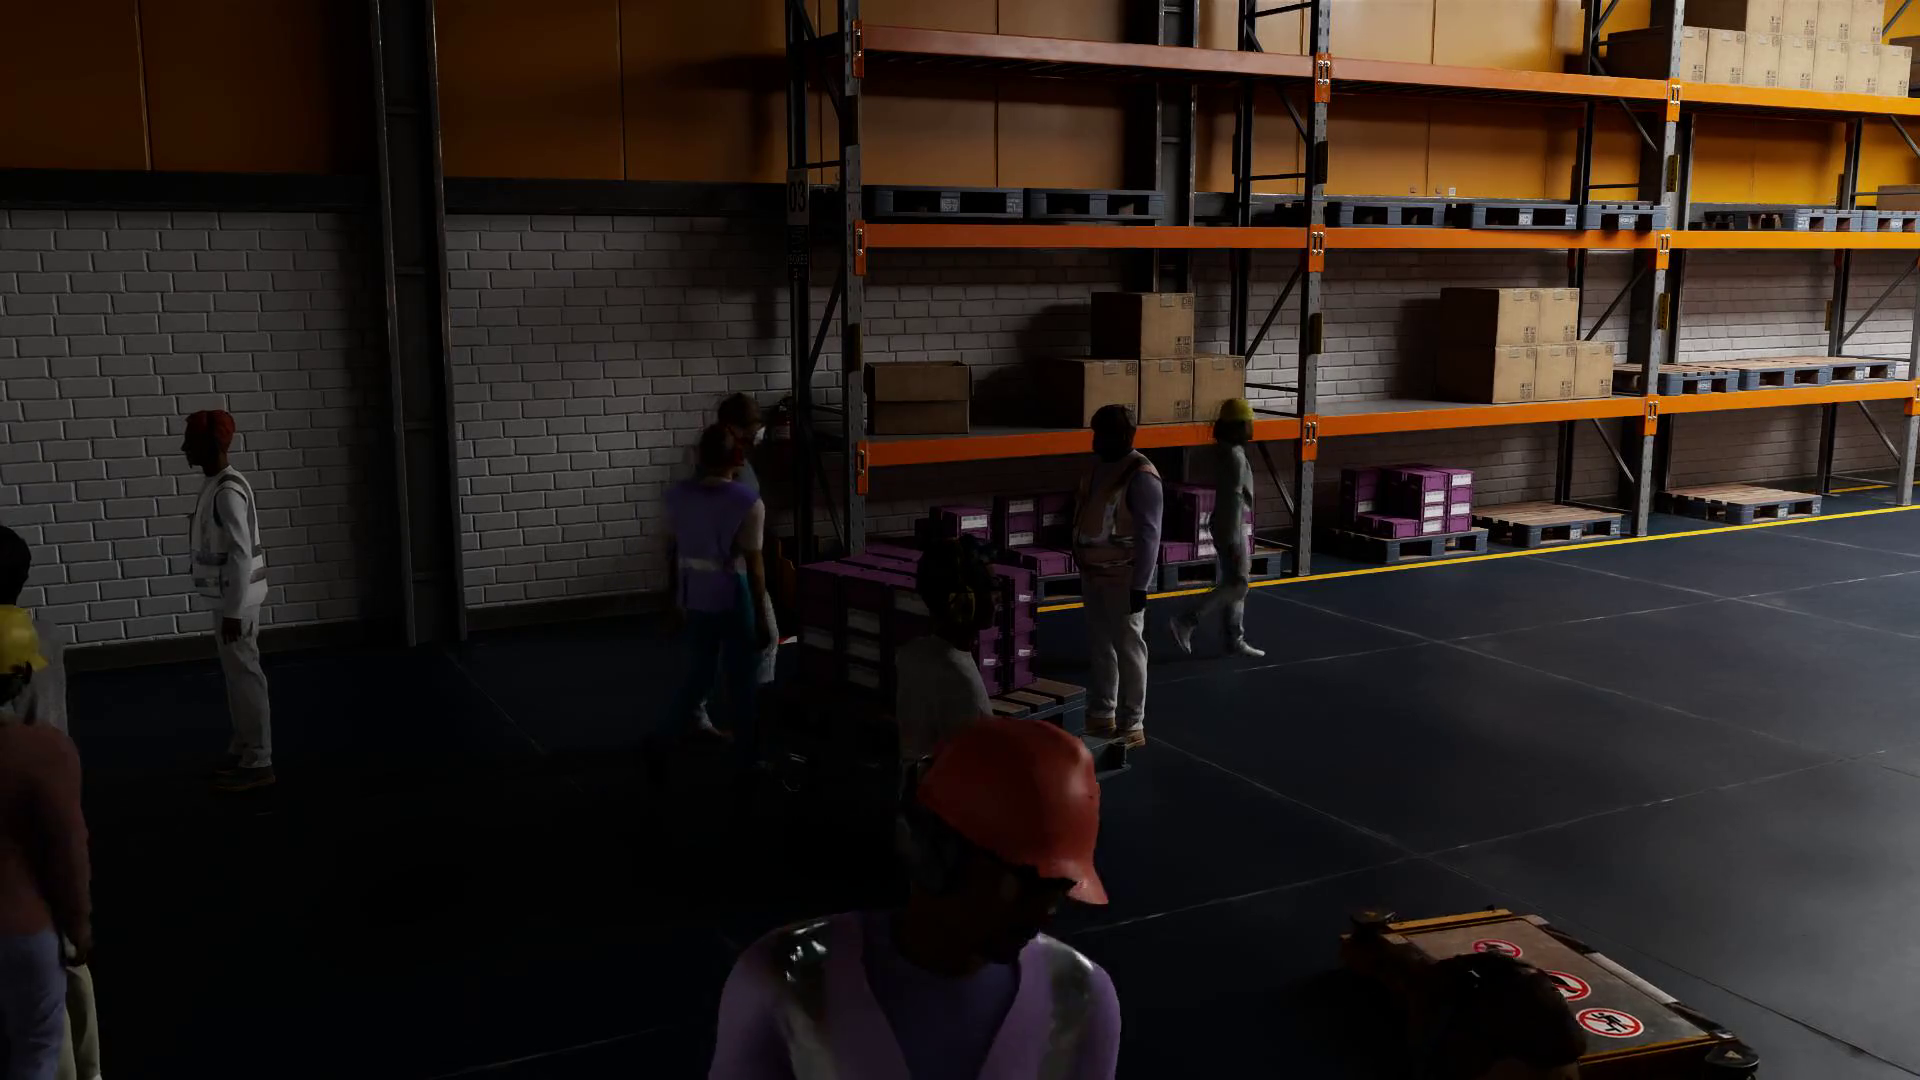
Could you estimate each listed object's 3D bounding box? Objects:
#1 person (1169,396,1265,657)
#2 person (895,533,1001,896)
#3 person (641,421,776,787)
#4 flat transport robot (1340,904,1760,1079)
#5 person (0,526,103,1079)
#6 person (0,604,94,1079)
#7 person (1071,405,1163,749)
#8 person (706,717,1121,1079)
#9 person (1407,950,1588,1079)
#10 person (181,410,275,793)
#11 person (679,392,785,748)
[{"bbox_3d":[1.680,-0.064,10.722,0.594,1.726,0.489,-1,10,-6],"label":"person"},{"bbox_3d":[-0.015,0.907,4.711,0.329,1.874,0.518,-4,11,-21],"label":"person"},{"bbox_3d":[-1.211,0.338,8.126,0.581,1.824,0.720,6,12,32],"label":"person"},{"bbox_3d":[1.931,1.553,5.595,0.652,0.197,1.431,-3,10,-17],"label":"flat transport robot"},{"bbox_3d":[-2.787,0.874,4.904,0.314,1.869,0.535,-2,10,-10],"label":"person"},{"bbox_3d":[-2.632,1.035,4.405,0.646,1.733,0.292,-2,10,-11],"label":"person"},{"bbox_3d":[0.809,0.196,8.889,0.429,1.841,0.636,-5,11,-25],"label":"person"},{"bbox_3d":[-0.095,1.233,2.513,0.698,1.984,0.486,-3,10,-19],"label":"person"},{"bbox_3d":[0.609,1.388,2.120,0.541,1.815,0.827,-4,11,-21],"label":"person"},{"bbox_3d":[-3.604,0.297,8.190,0.360,1.882,0.575,-5,11,-29],"label":"person"},{"bbox_3d":[-1.152,0.172,8.841,0.790,1.908,0.657,-5,11,-26],"label":"person"}]
